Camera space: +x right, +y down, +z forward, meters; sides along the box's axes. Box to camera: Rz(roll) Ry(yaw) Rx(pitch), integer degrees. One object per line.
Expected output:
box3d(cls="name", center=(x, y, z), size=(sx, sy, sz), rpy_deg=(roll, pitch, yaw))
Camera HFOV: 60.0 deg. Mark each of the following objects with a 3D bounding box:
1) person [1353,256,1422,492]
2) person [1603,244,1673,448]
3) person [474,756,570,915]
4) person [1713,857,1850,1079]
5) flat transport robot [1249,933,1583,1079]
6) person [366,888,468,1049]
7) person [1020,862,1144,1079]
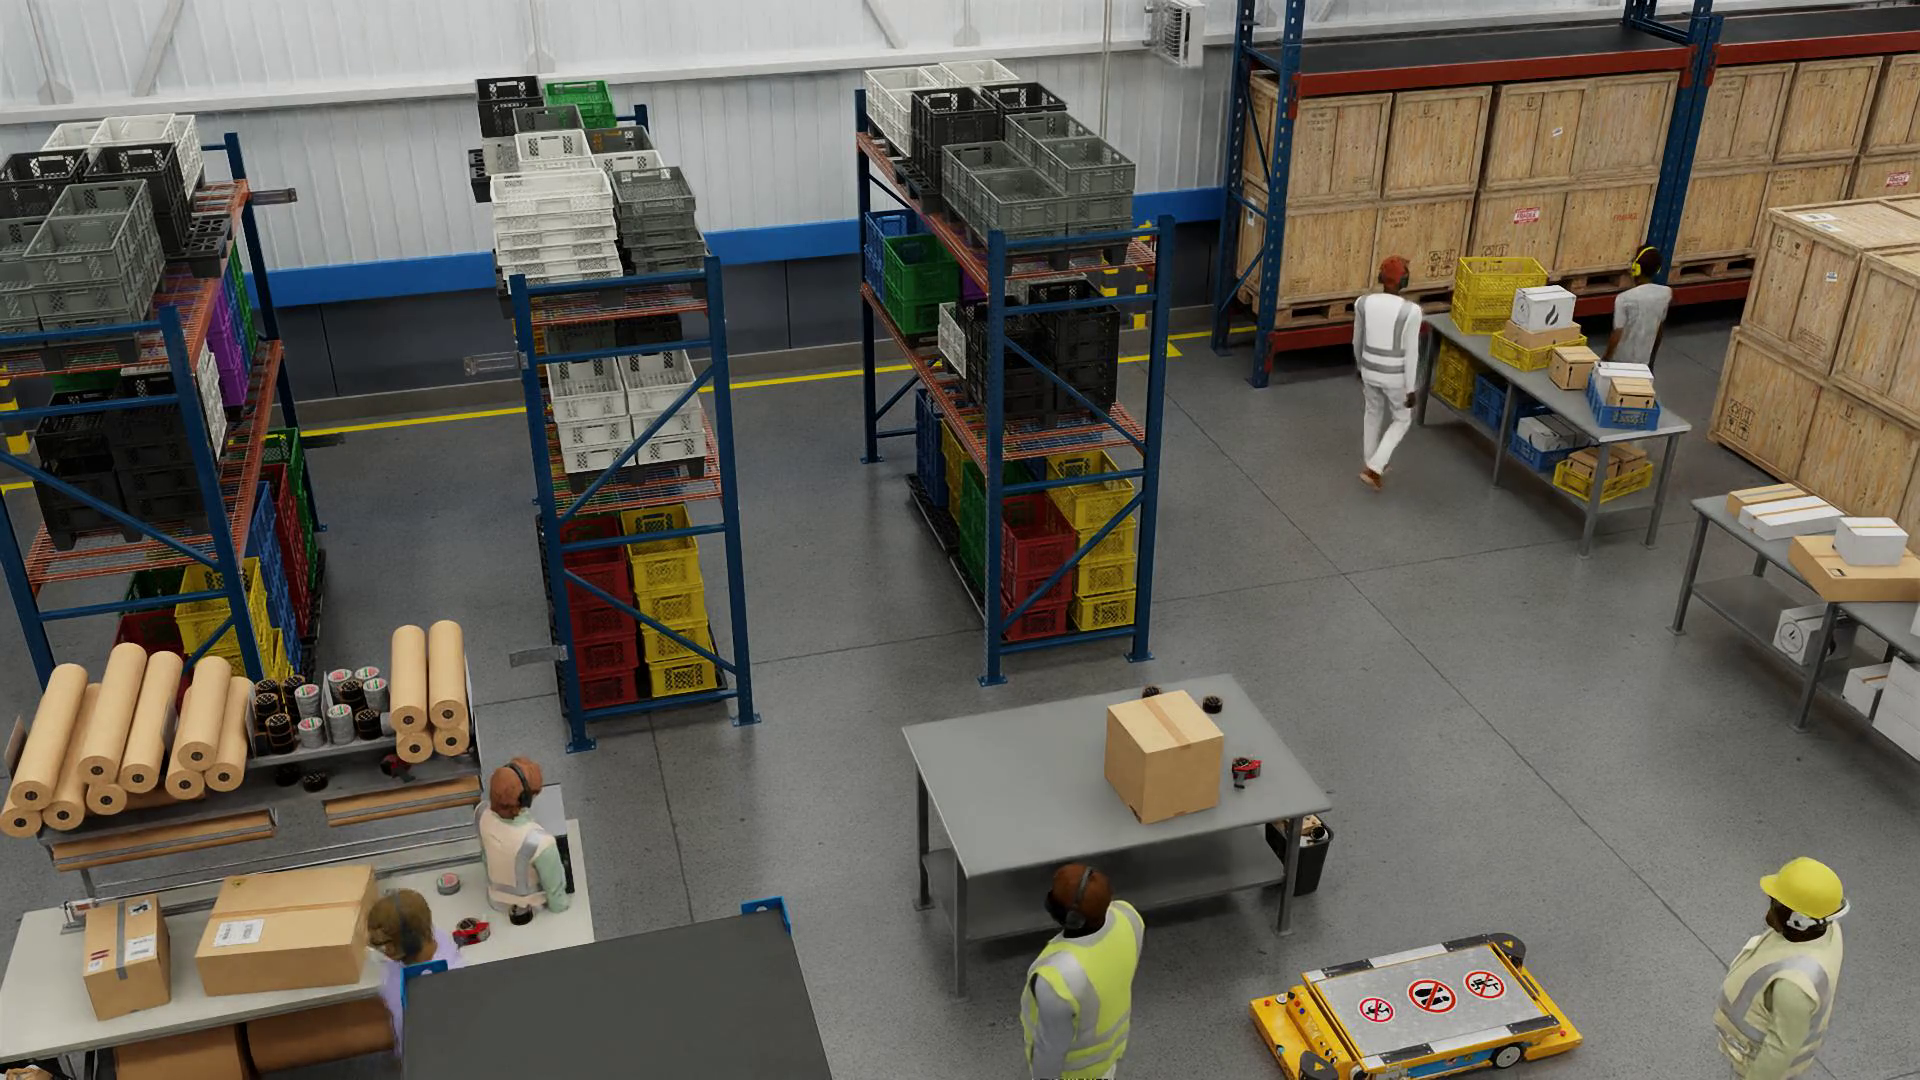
box3d(cls="person", center=(3.234, -1.244, 12.747), size=(0.640, 1.872, 0.720), rpy_deg=(24, 37, 36))
box3d(cls="person", center=(5.247, -1.406, 13.044), size=(0.530, 1.869, 0.311), rpy_deg=(-10, 30, -17))
box3d(cls="person", center=(-1.982, 1.709, 7.624), size=(0.519, 1.630, 0.323), rpy_deg=(20, 34, 31))
box3d(cls="person", center=(3.279, 2.044, 6.802), size=(0.404, 1.831, 0.600), rpy_deg=(16, 33, 27))
box3d(cls="flat transport robot", center=(2.184, 2.282, 7.980), size=(1.431, 0.197, 0.652), rpy_deg=(-8, 30, -14))
box3d(cls="person", center=(-2.020, 2.135, 6.569), size=(0.362, 1.928, 0.699), rpy_deg=(-18, 34, -30))
box3d(cls="person", center=(0.458, 2.066, 6.773), size=(0.429, 1.845, 0.638), rpy_deg=(19, 34, 31))
